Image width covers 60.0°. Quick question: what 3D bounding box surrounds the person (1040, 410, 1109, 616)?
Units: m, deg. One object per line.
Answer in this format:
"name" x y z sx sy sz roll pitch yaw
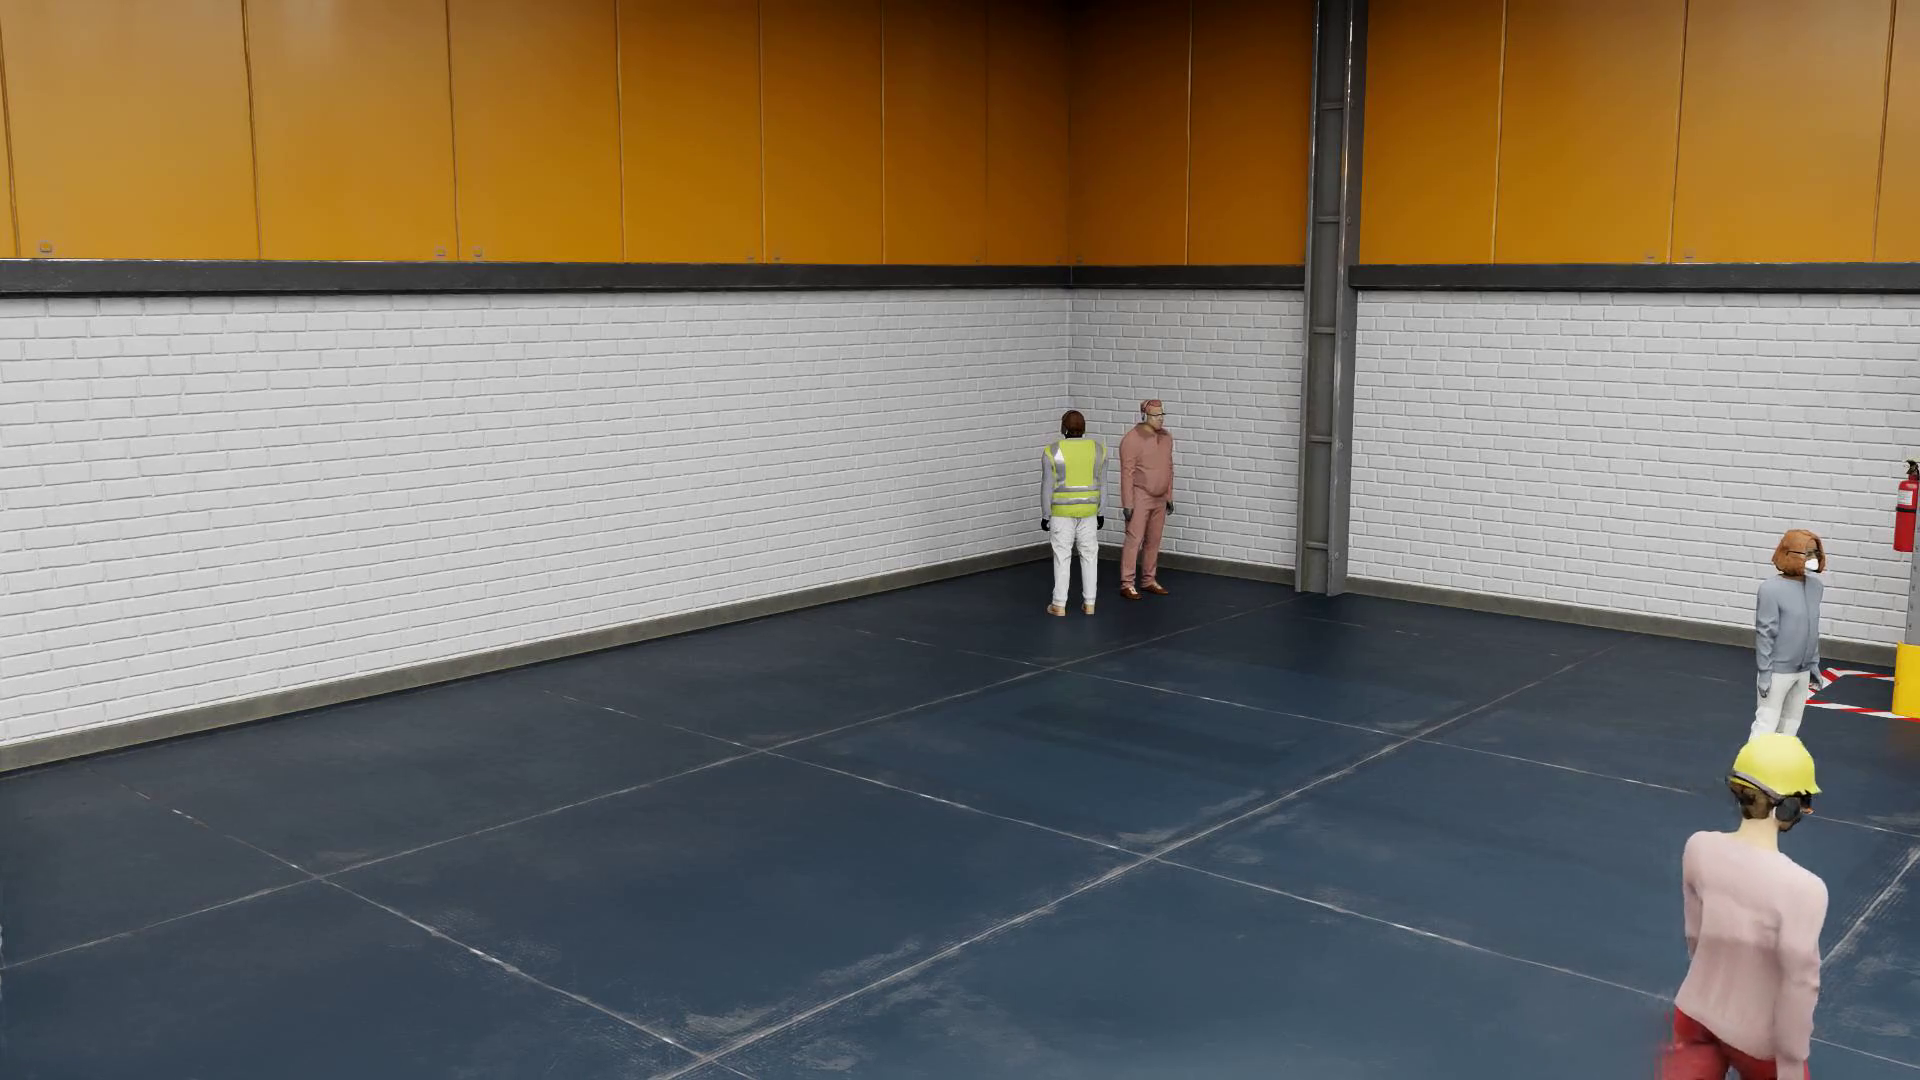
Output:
"person" 1.006 -0.239 14.836 0.625 1.846 0.429 -2 9 -14

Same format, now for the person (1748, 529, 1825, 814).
"person" 4.635 0.746 9.304 0.499 1.634 0.279 -5 10 -28

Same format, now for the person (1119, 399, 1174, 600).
"person" 1.763 -0.382 15.615 0.656 1.893 0.416 -8 12 -43

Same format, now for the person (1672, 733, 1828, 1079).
"person" 2.347 1.406 4.876 0.813 1.720 0.532 -3 10 -21
